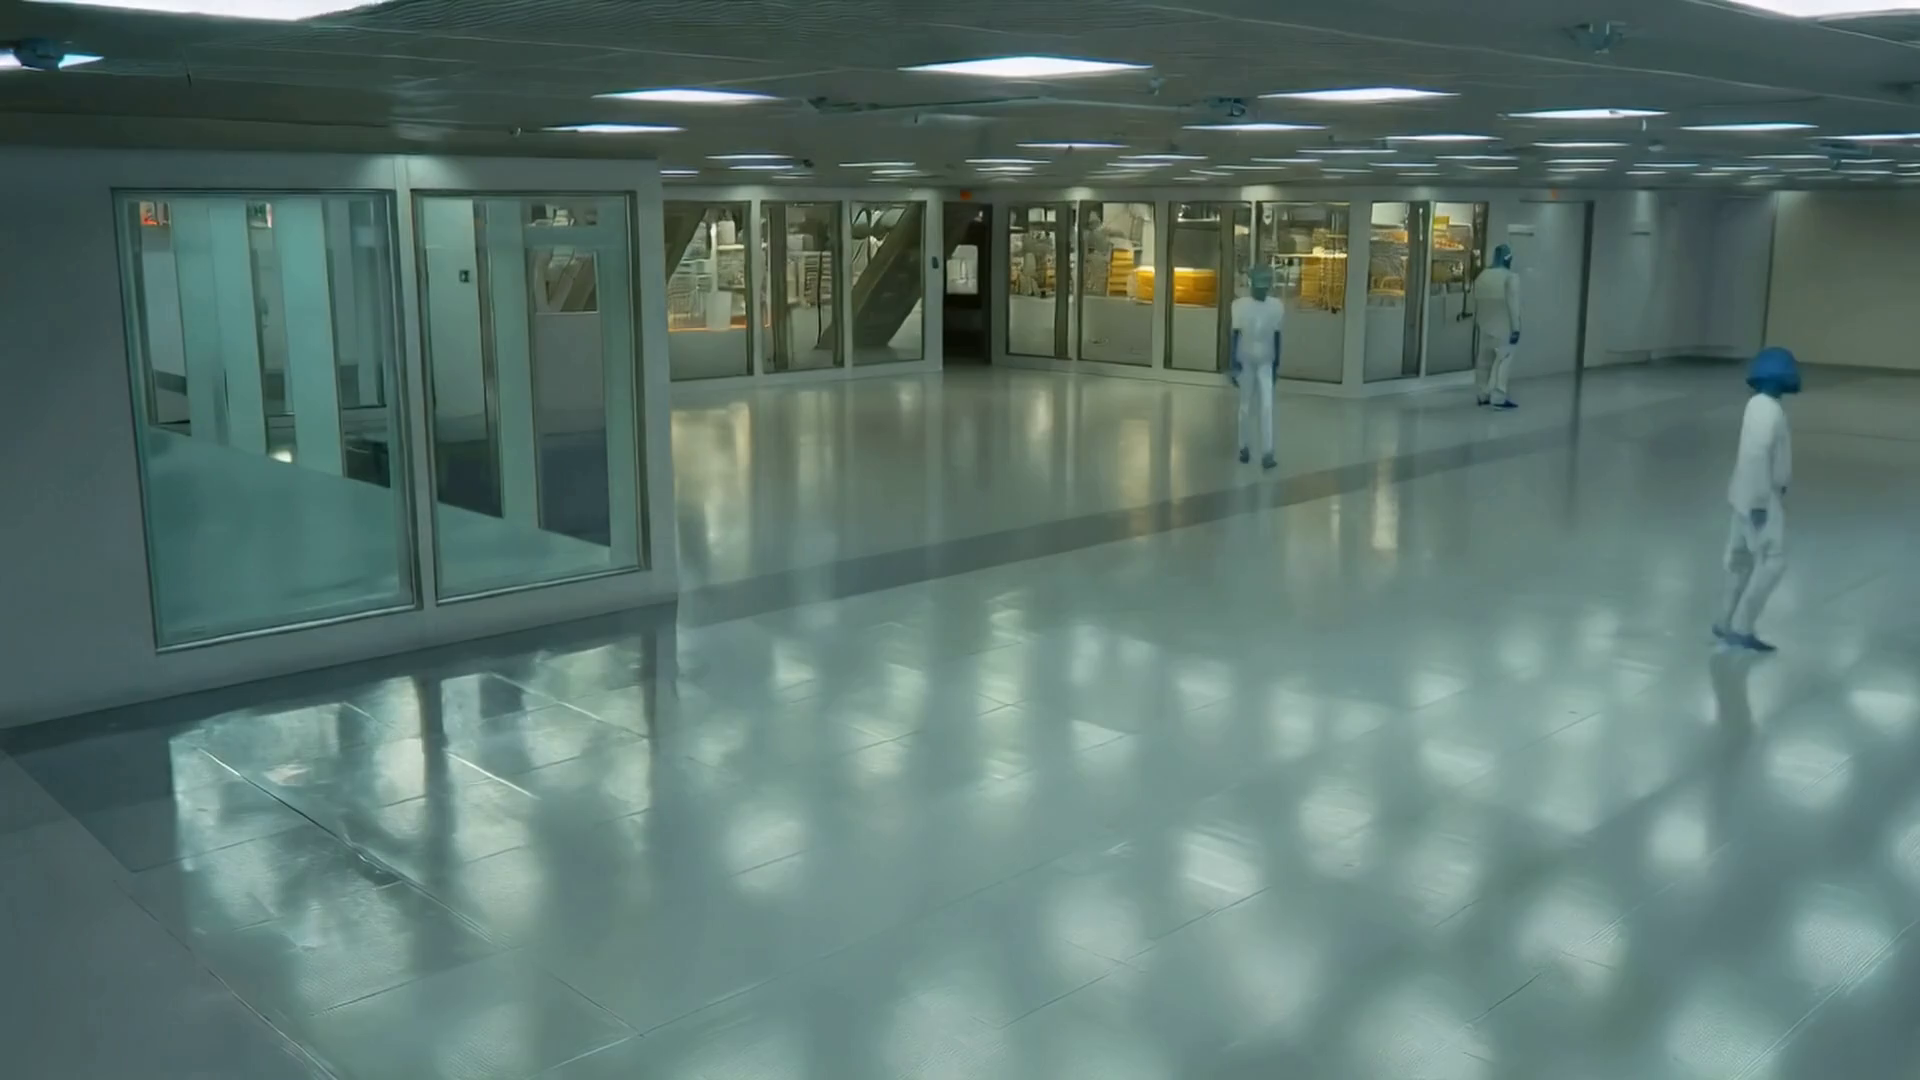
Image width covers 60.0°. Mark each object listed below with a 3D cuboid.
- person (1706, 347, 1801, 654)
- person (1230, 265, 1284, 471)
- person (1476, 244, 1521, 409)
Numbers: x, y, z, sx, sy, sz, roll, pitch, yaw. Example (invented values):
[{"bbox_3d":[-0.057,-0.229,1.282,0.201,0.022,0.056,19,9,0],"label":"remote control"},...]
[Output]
[{"bbox_3d":[4.179,-0.202,8.737,0.348,1.605,0.580,3,12,17],"label":"person"},{"bbox_3d":[2.662,-1.547,14.941,0.505,1.817,0.991,0,11,0],"label":"person"},{"bbox_3d":[6.298,-2.486,19.405,0.410,1.913,0.643,-5,12,-24],"label":"person"}]
